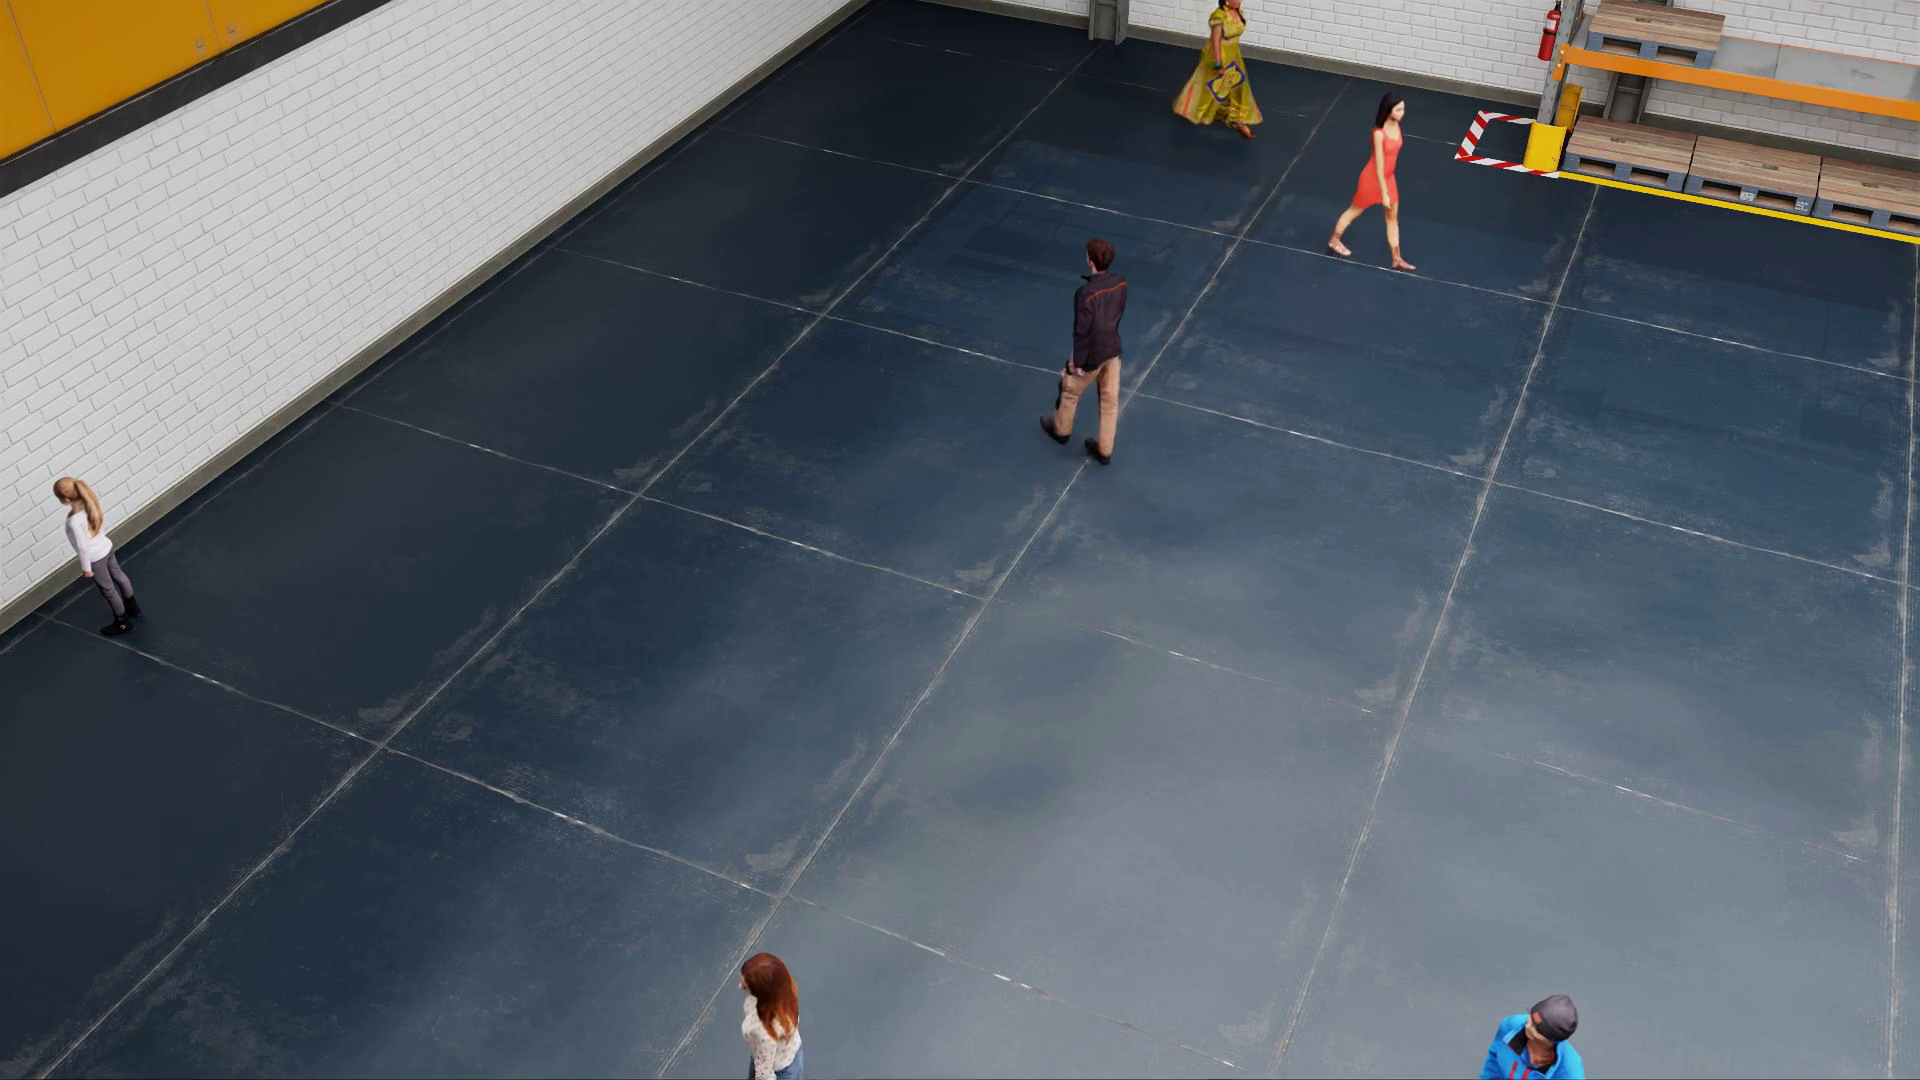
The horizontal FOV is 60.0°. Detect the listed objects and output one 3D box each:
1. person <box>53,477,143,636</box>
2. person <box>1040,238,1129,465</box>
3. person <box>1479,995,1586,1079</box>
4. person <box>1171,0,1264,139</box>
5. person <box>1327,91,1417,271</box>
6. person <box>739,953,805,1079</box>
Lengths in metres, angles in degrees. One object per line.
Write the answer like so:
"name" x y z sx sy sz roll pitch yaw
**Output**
"person" -5.919 0.088 11.419 0.604 1.280 0.567 0 39 0
"person" 1.101 -1.404 12.786 0.982 1.906 1.091 -22 43 -25
"person" 2.609 2.681 7.755 0.751 1.801 0.646 -21 43 -24
"person" 2.700 -5.103 17.656 1.337 1.608 1.019 32 48 33
"person" 3.759 -3.297 15.349 1.199 1.665 0.801 28 46 30
"person" -0.780 2.545 8.011 1.175 1.693 0.847 4 39 5
